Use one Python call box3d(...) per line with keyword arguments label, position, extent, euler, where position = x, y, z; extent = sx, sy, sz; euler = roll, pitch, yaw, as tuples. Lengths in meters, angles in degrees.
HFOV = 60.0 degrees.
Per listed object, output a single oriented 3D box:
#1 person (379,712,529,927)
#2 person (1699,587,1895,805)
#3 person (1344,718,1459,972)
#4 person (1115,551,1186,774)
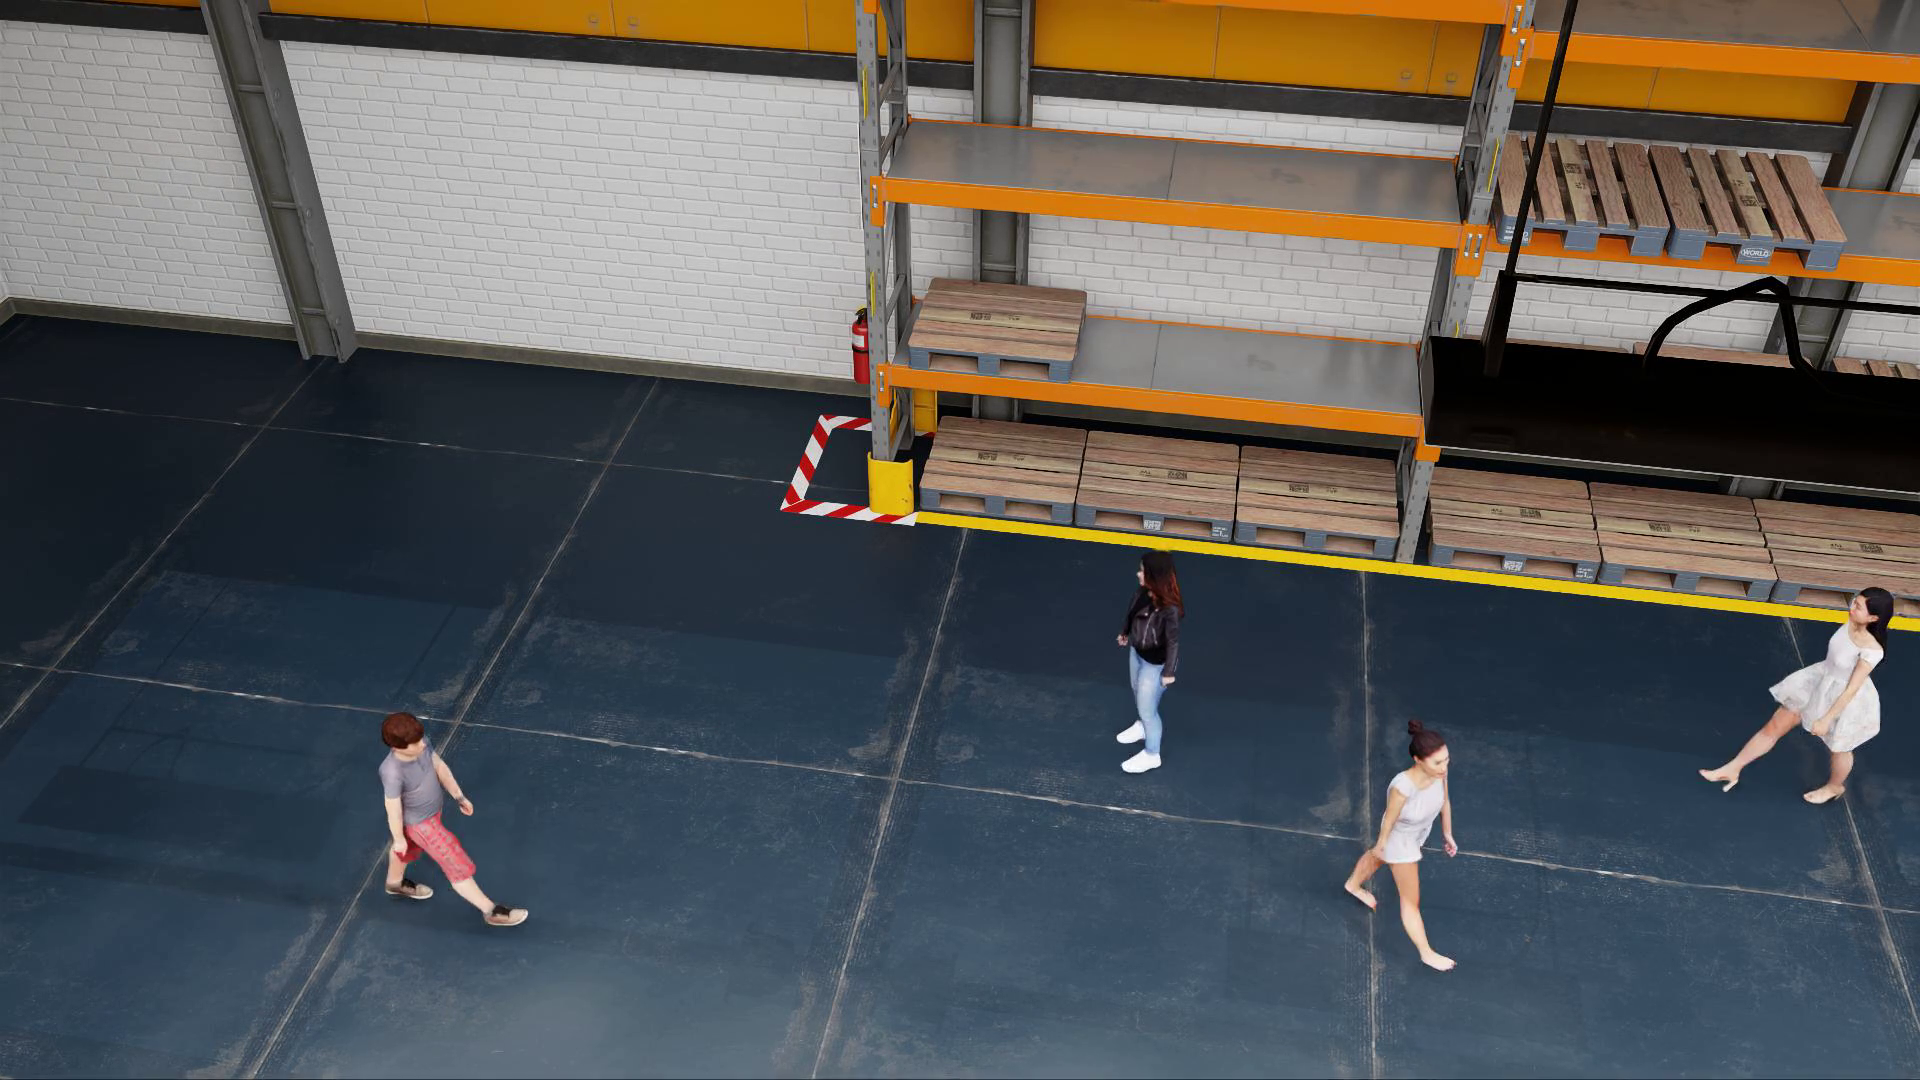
box3d(label="person", position=(-3.127, 1.568, 9.439), extent=(1.147, 1.594, 0.562), euler=(6, 39, 8))
box3d(label="person", position=(5.354, 1.007, 10.027), extent=(1.130, 1.737, 0.671), euler=(4, 39, 4))
box3d(label="person", position=(2.450, 1.613, 9.404), extent=(0.975, 1.566, 1.114), euler=(-30, 47, -32))
box3d(label="person", position=(1.235, 0.715, 10.477), extent=(0.756, 1.631, 0.764), euler=(-11, 40, -13))
